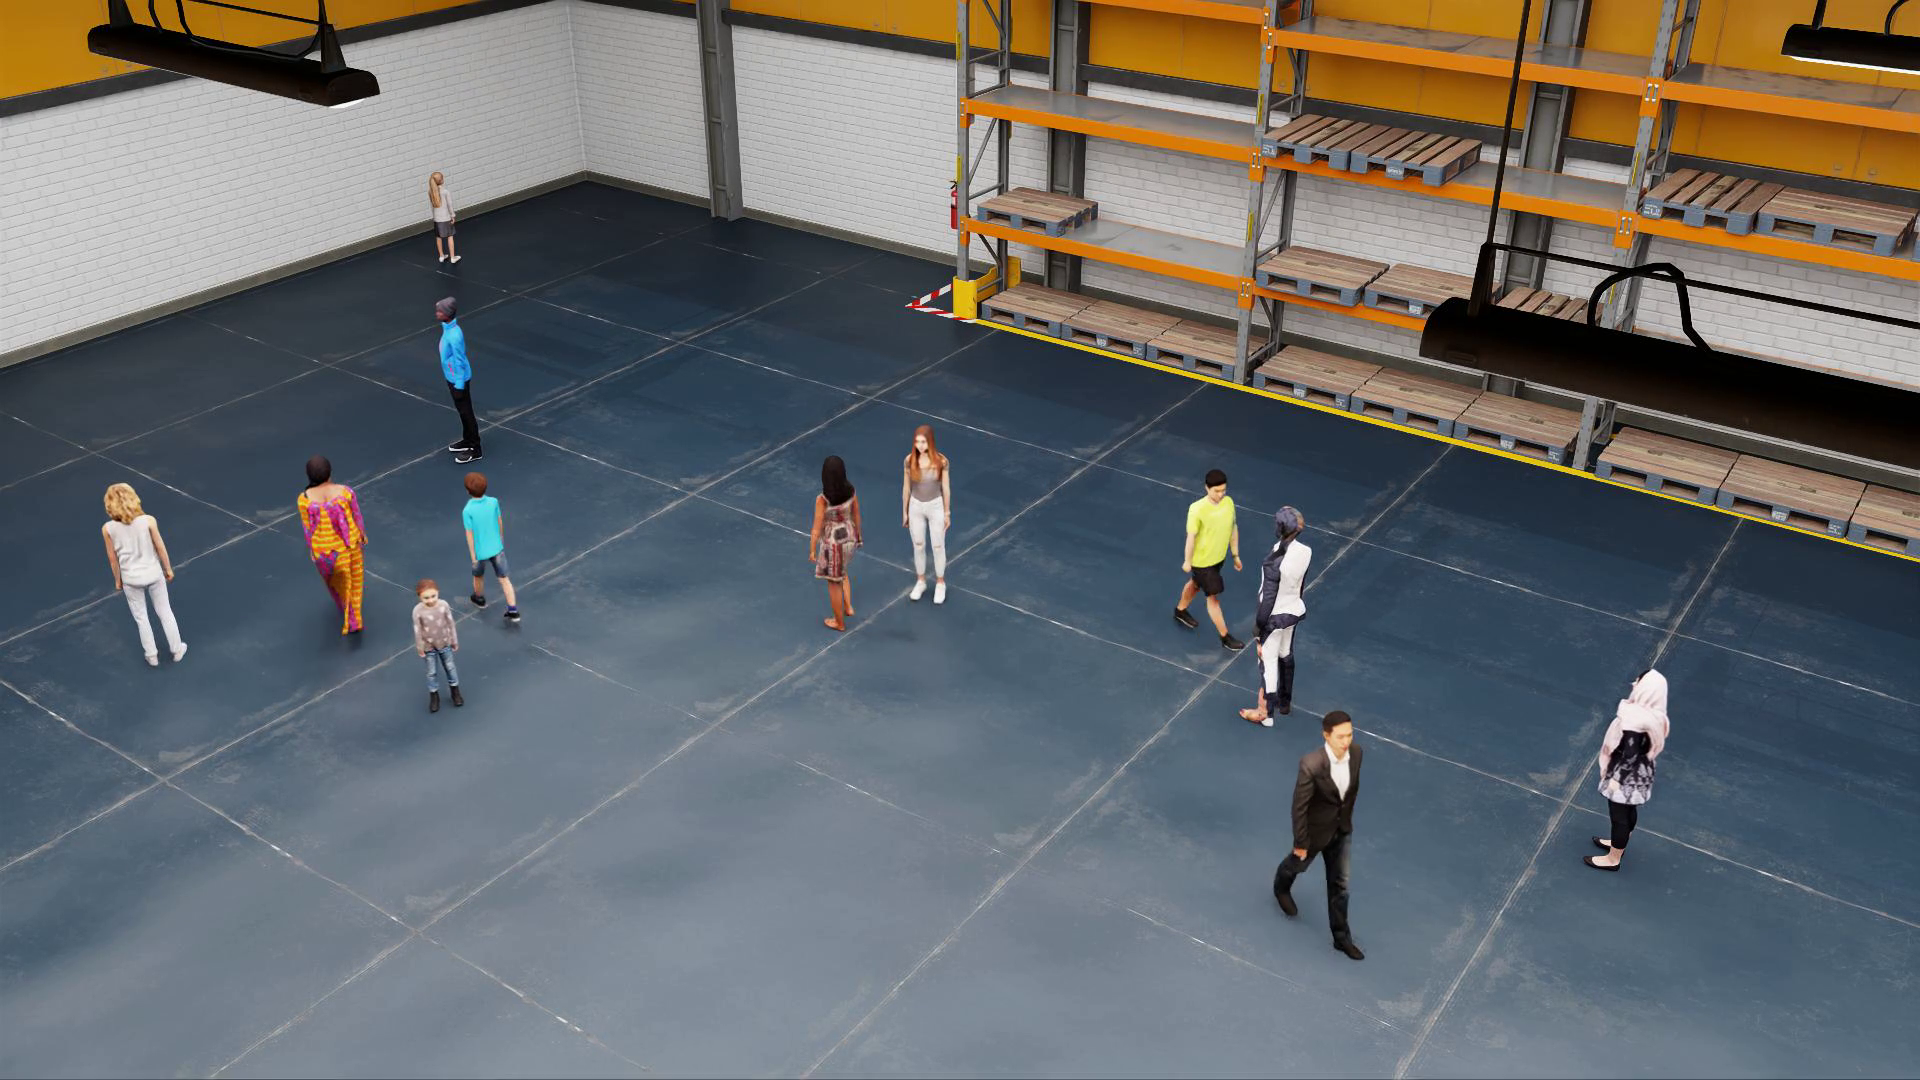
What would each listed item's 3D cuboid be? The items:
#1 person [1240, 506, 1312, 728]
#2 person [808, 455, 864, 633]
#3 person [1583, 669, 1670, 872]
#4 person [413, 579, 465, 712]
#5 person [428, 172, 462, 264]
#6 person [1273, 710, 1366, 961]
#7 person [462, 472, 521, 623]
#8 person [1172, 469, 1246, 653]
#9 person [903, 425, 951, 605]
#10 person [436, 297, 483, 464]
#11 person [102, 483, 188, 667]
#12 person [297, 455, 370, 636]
[{"bbox_3d":[2.532,0.602,13.214,0.737,1.892,0.660,-24,37,-36],"label":"person"},{"bbox_3d":[-1.005,0.050,14.498,0.745,1.632,0.744,22,35,34],"label":"person"},{"bbox_3d":[4.697,1.600,11.650,0.608,1.638,0.617,18,33,29],"label":"person"},{"bbox_3d":[-4.263,0.826,13.535,0.545,1.191,0.577,-12,31,-20],"label":"person"},{"bbox_3d":[-7.241,-4.523,23.252,0.561,1.275,0.644,5,29,8],"label":"person"},{"bbox_3d":[2.351,1.859,11.050,1.087,1.757,1.270,-12,31,-21],"label":"person"},{"bbox_3d":[-4.126,0.089,14.650,0.704,1.416,1.029,-22,36,-35],"label":"person"},{"bbox_3d":[2.088,0.109,14.368,0.785,1.651,1.149,-22,36,-35],"label":"person"},{"bbox_3d":[-0.289,-0.255,14.967,0.599,1.717,0.723,5,29,9],"label":"person"},{"bbox_3d":[-5.283,-1.706,17.547,0.752,1.794,0.634,-15,32,-25],"label":"person"},{"bbox_3d":[-6.906,0.289,14.018,0.693,1.671,0.708,-12,31,-21],"label":"person"},{"bbox_3d":[-5.432,0.047,14.481,1.127,1.652,1.240,-7,29,-13],"label":"person"}]
